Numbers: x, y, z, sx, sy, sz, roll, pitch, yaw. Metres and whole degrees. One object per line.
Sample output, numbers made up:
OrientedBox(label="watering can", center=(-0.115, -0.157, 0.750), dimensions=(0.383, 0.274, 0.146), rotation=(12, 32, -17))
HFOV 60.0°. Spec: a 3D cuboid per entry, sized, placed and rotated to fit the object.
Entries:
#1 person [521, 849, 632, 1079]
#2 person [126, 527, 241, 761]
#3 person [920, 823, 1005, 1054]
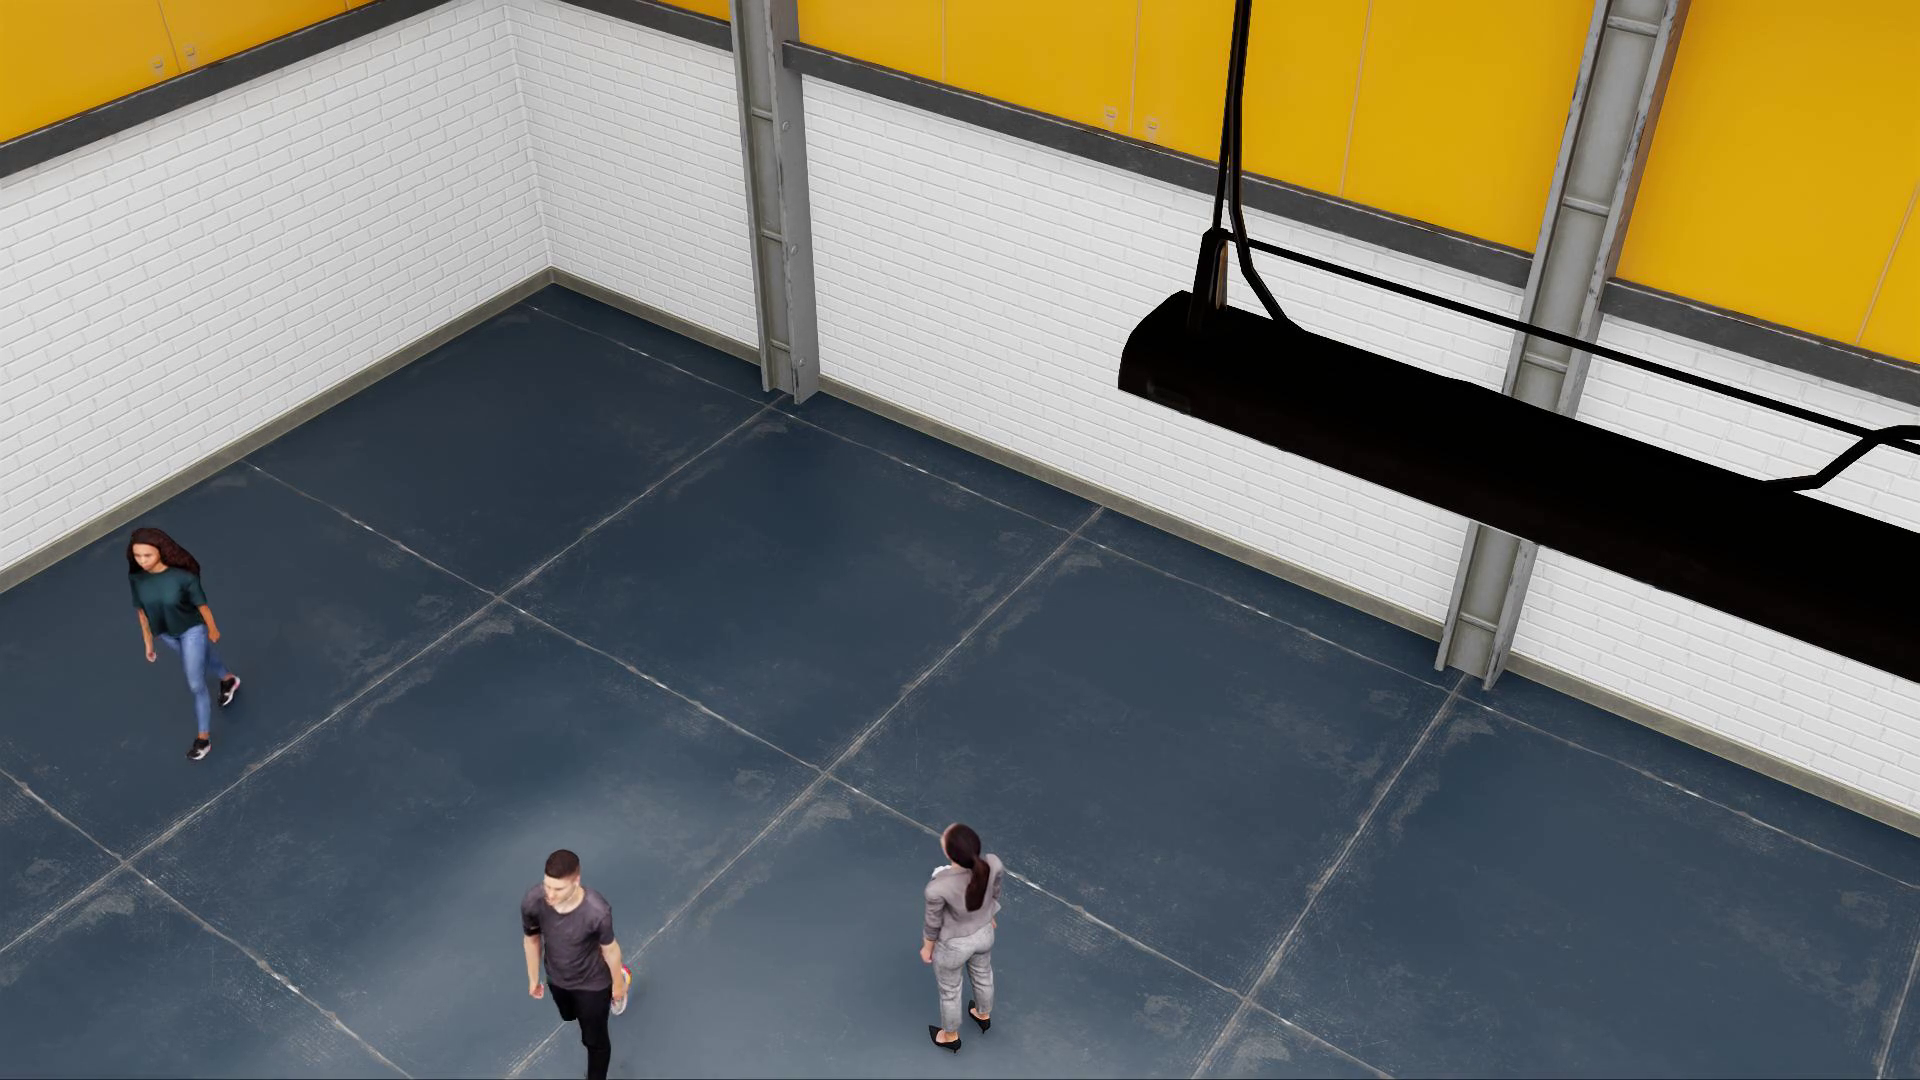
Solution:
OrientedBox(label="person", center=(-1.893, 2.132, 8.408), dimensions=(1.074, 1.743, 0.919), rotation=(10, 40, 12))
OrientedBox(label="person", center=(-4.900, 0.522, 10.553), dimensions=(1.085, 1.581, 0.985), rotation=(4, 39, 5))
OrientedBox(label="person", center=(0.013, 2.051, 8.561), dimensions=(0.702, 1.679, 0.711), rotation=(-23, 44, -26))
